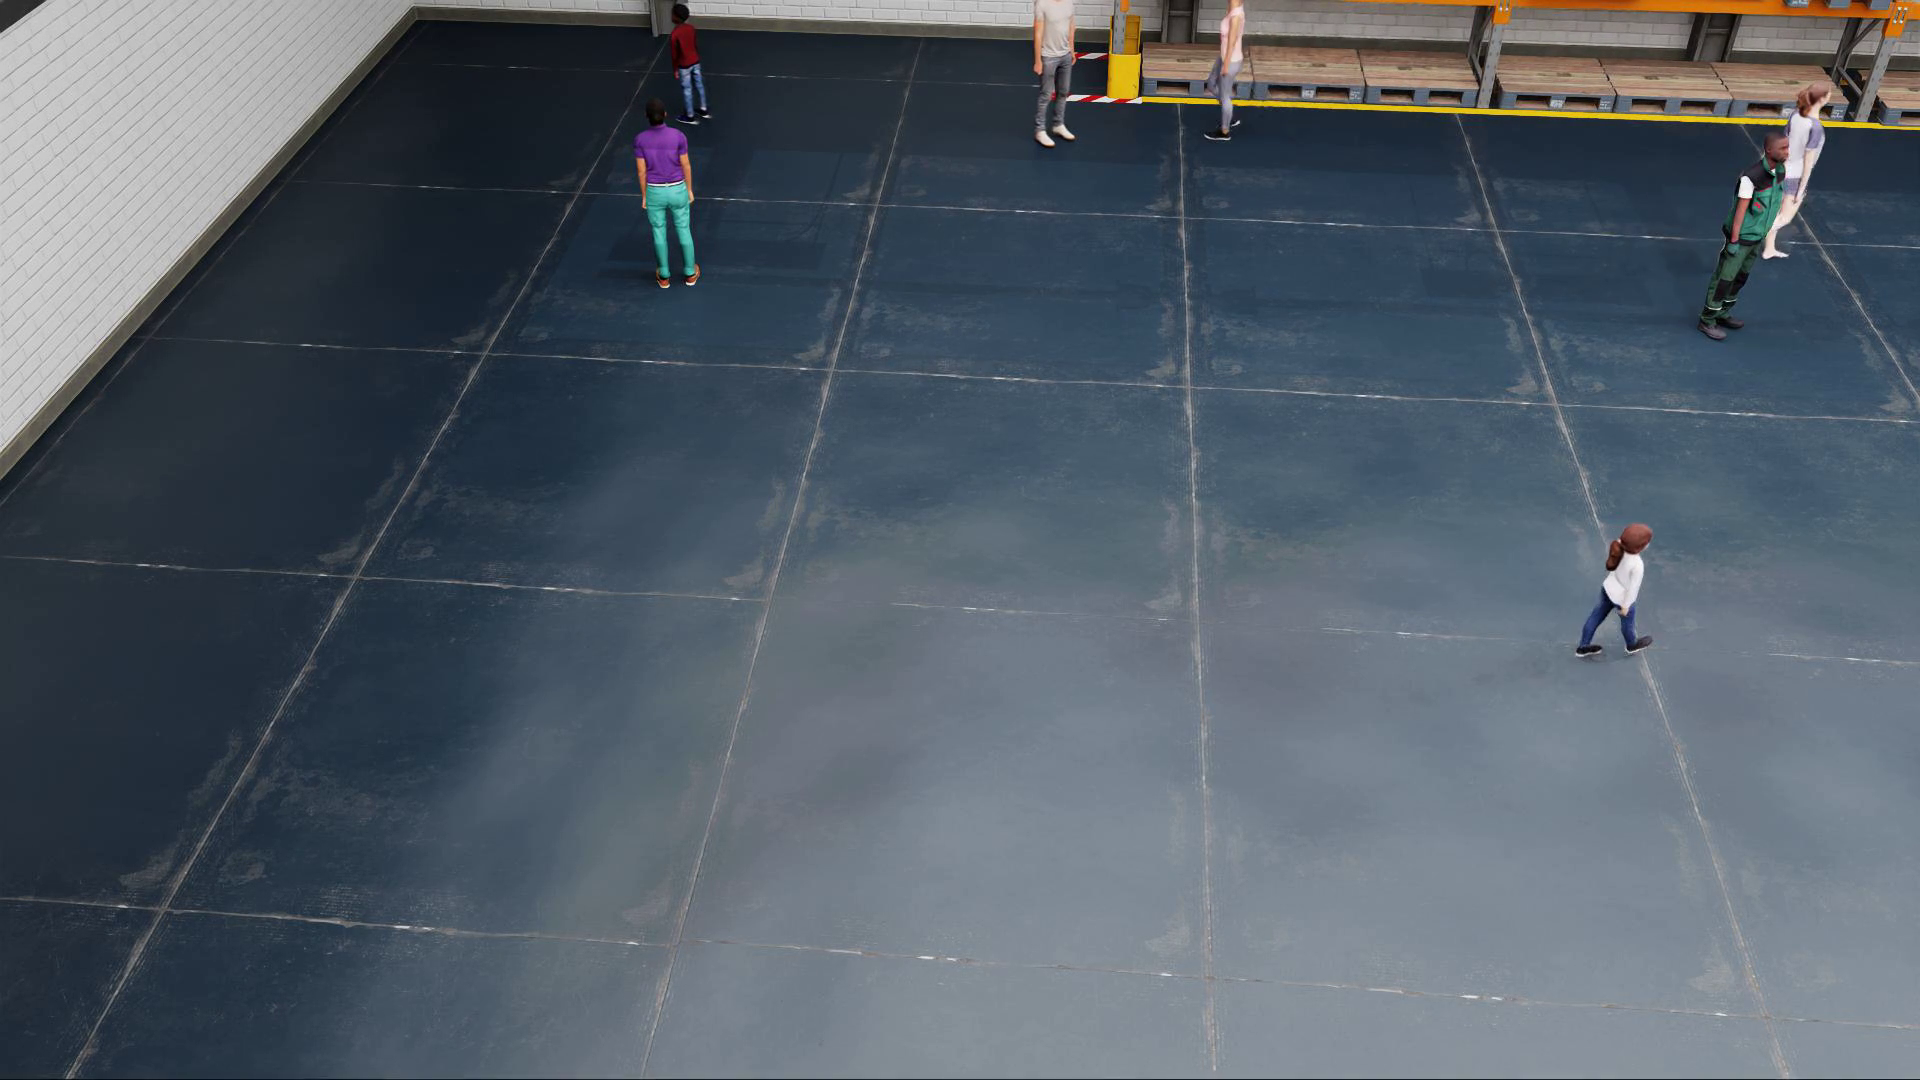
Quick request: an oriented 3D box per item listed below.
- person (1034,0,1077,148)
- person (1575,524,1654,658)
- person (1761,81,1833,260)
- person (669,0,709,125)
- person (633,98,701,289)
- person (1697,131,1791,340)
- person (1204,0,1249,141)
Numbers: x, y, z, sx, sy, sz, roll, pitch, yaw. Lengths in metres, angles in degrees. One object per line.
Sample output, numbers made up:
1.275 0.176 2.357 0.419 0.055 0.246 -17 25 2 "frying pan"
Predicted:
0.952 -4.957 16.946 0.730 1.887 0.800 -27 46 -30 "person"
4.284 0.351 10.937 0.784 1.090 0.605 -9 40 -11 "person"
7.380 -3.258 14.926 1.018 1.751 0.763 -9 39 -11 "person"
-2.876 -5.041 17.561 0.625 1.250 0.590 26 45 29 "person"
-2.586 -3.057 14.661 0.619 1.768 0.753 -8 39 -10 "person"
6.620 -2.588 14.017 0.777 1.840 0.837 -28 46 -30 "person"
2.836 -4.916 17.027 0.595 1.721 0.552 5 39 6 "person"
